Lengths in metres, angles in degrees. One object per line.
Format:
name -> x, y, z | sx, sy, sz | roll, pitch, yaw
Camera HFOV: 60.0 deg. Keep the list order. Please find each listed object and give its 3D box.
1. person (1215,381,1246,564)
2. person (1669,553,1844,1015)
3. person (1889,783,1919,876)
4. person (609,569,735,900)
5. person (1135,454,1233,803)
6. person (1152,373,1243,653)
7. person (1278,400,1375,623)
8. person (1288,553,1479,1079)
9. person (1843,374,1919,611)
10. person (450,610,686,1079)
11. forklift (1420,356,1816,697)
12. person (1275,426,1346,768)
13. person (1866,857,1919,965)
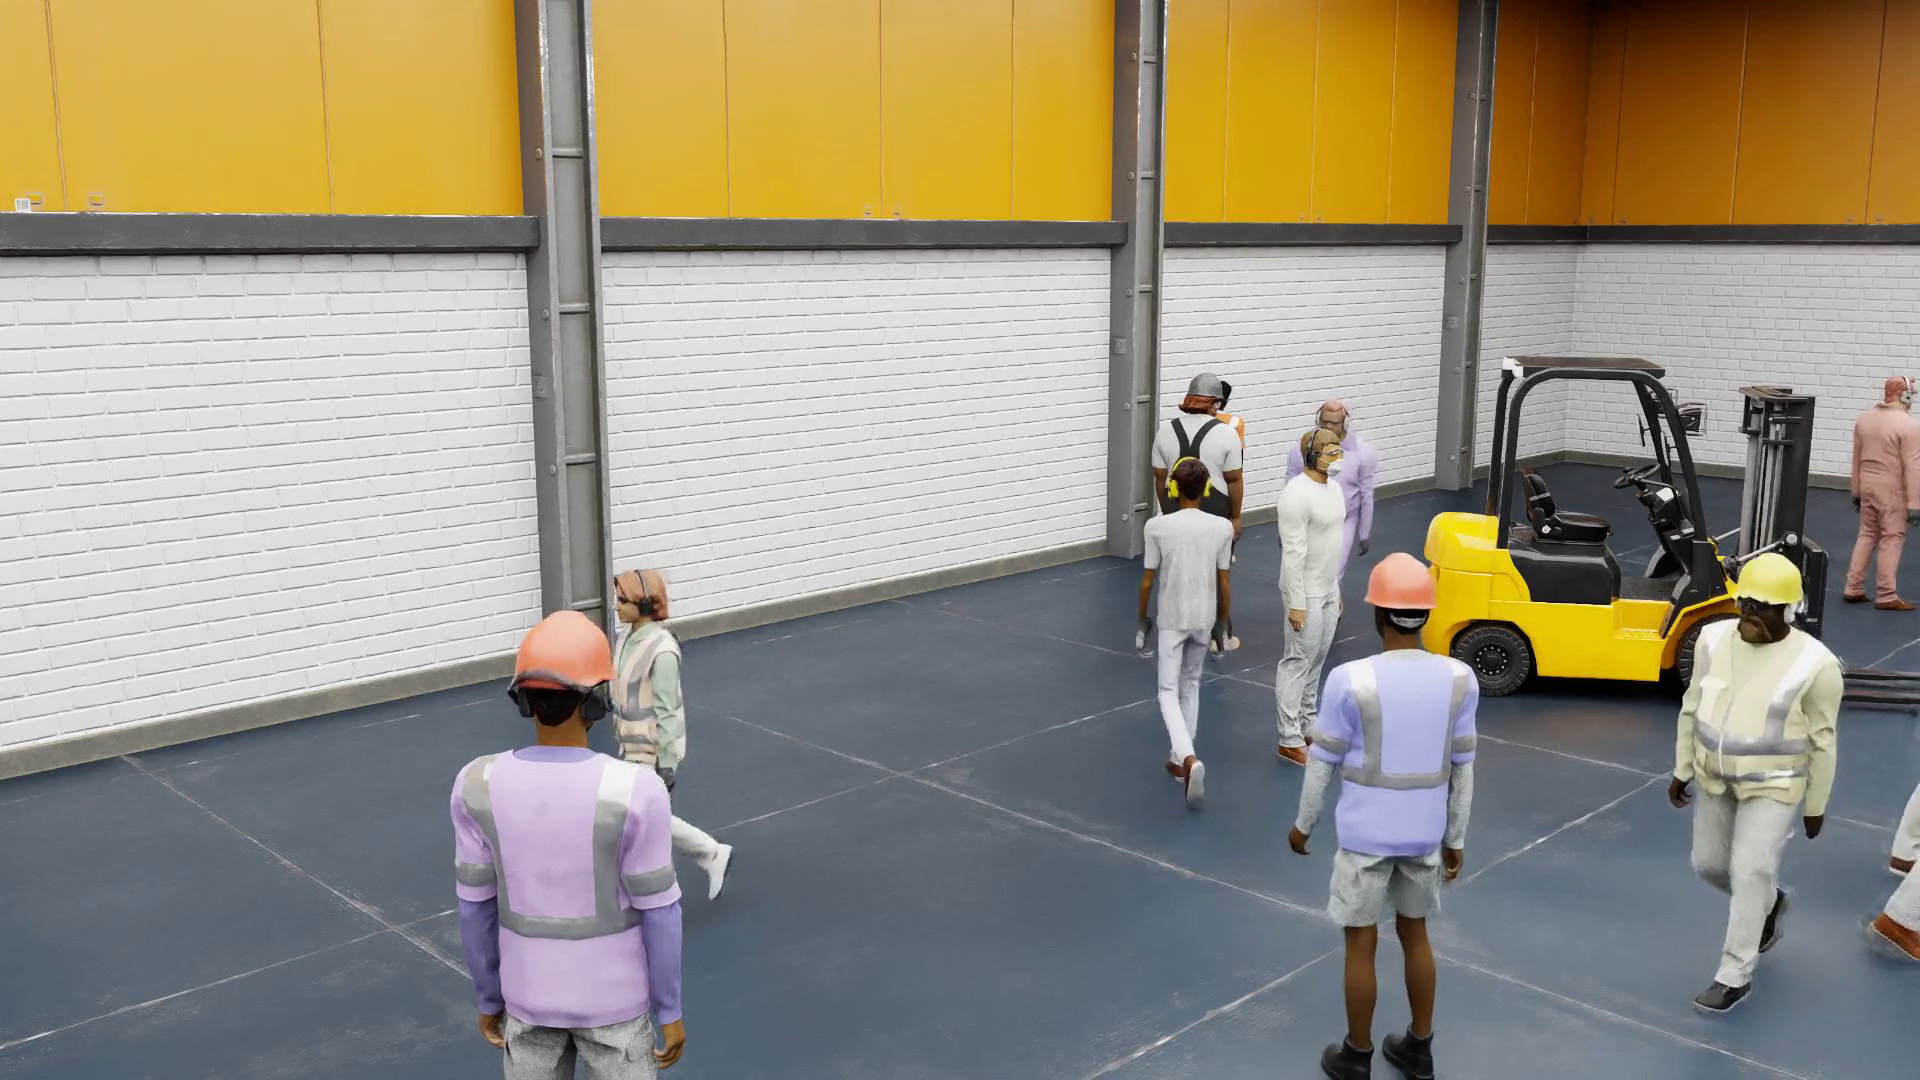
person -> 2.350, -0.611, 15.237 | 0.531, 1.690, 0.319 | 4, 11, 20
person -> 3.155, 0.921, 6.547 | 0.693, 1.814, 0.582 | -6, 12, -31
person -> 4.651, 0.843, 7.519 | 0.752, 1.595, 0.516 | 10, 14, 43
person -> -1.285, 0.905, 7.160 | 0.634, 1.618, 0.523 | -6, 12, -30
person -> 1.218, 0.469, 8.943 | 0.515, 1.847, 0.794 | -2, 11, -9
person -> 1.769, -0.212, 12.099 | 0.673, 2.000, 0.535 | 6, 12, 31
person -> 2.662, -0.111, 12.082 | 0.654, 1.858, 1.008 | 5, 12, 27
person -> 1.489, 0.999, 5.808 | 0.564, 1.933, 0.389 | -2, 11, -11
person -> 7.492, -0.383, 13.409 | 0.403, 1.907, 0.658 | -2, 11, -9
person -> -1.016, 1.193, 4.433 | 0.605, 2.043, 0.376 | 2, 11, 10
forklift -> 4.276, -0.101, 11.076 | 2.313, 2.155, 1.214 | 2, 11, 13
person -> 2.018, 0.316, 9.502 | 0.372, 1.940, 0.632 | 7, 12, 33
person -> 4.264, 0.845, 6.767 | 0.957, 1.891, 0.632 | 4, 11, 22
